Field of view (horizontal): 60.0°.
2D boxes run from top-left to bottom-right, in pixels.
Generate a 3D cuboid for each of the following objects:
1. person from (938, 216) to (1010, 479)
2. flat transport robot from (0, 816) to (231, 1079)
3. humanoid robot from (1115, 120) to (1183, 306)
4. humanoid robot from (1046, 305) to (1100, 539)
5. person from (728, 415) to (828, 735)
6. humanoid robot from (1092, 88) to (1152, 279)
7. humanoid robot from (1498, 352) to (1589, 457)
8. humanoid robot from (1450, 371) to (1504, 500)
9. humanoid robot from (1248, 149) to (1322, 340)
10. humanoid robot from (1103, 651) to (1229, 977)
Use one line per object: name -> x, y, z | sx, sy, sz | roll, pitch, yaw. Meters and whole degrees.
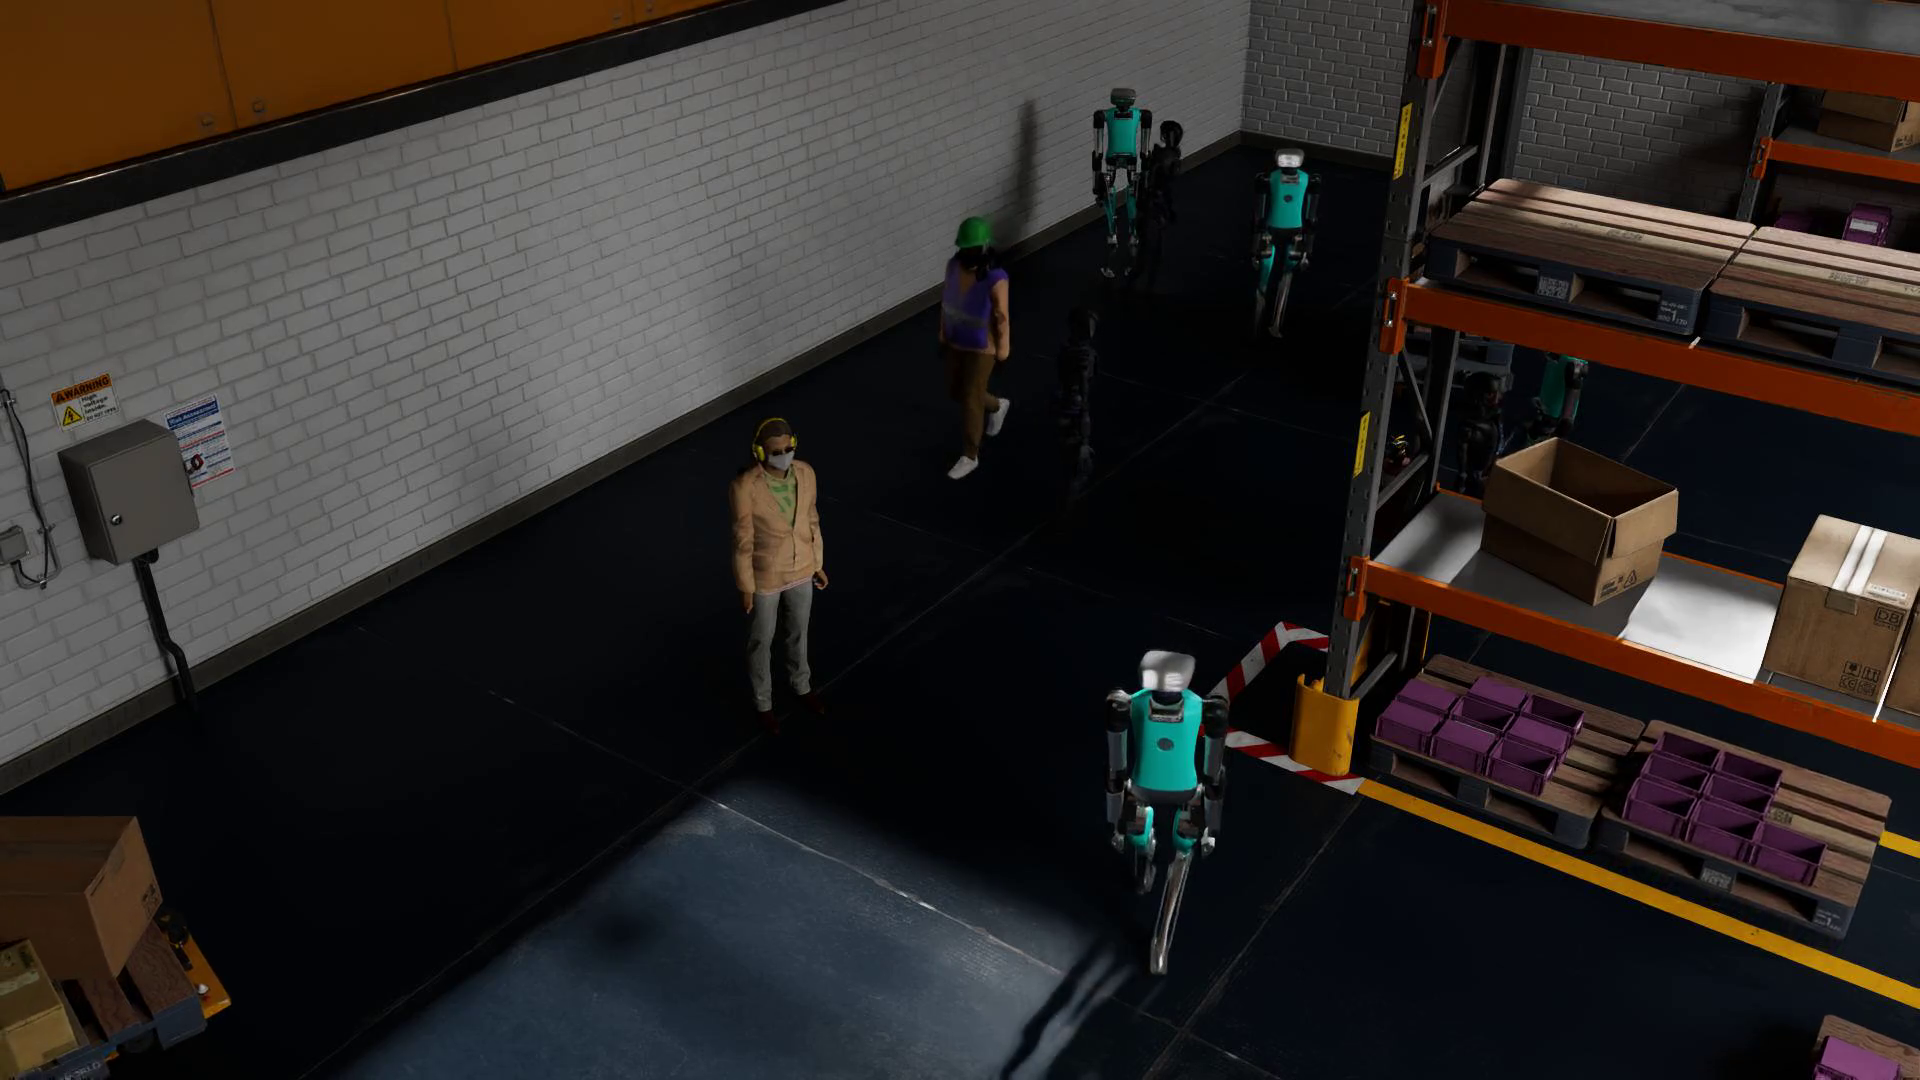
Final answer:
person -> 0.133, -1.425, 11.871 | 0.548, 1.903, 0.725 | 25, 38, 37
flat transport robot -> -4.051, 2.151, 7.307 | 1.431, 0.231, 0.659 | -23, 37, -34
humanoid robot -> 1.682, -2.892, 14.655 | 0.486, 1.644, 0.610 | 17, 34, 27
humanoid robot -> 0.751, -0.769, 10.961 | 0.358, 1.640, 0.614 | -4, 30, -7
person -> -1.000, 0.169, 9.140 | 0.555, 1.877, 0.406 | -20, 36, -31
humanoid robot -> 1.445, -3.130, 14.867 | 0.533, 1.677, 0.735 | 1, 30, 1
humanoid robot -> 3.494, -0.565, 10.560 | 0.909, 1.771, 0.536 | 2, 30, 4
humanoid robot -> 3.091, -0.277, 10.134 | 0.723, 1.626, 0.616 | 23, 37, 34
humanoid robot -> 2.650, -2.406, 13.849 | 0.539, 1.863, 0.782 | 3, 30, 4
humanoid robot -> 0.931, 1.159, 7.632 | 0.548, 1.852, 0.841 | 4, 30, 7
